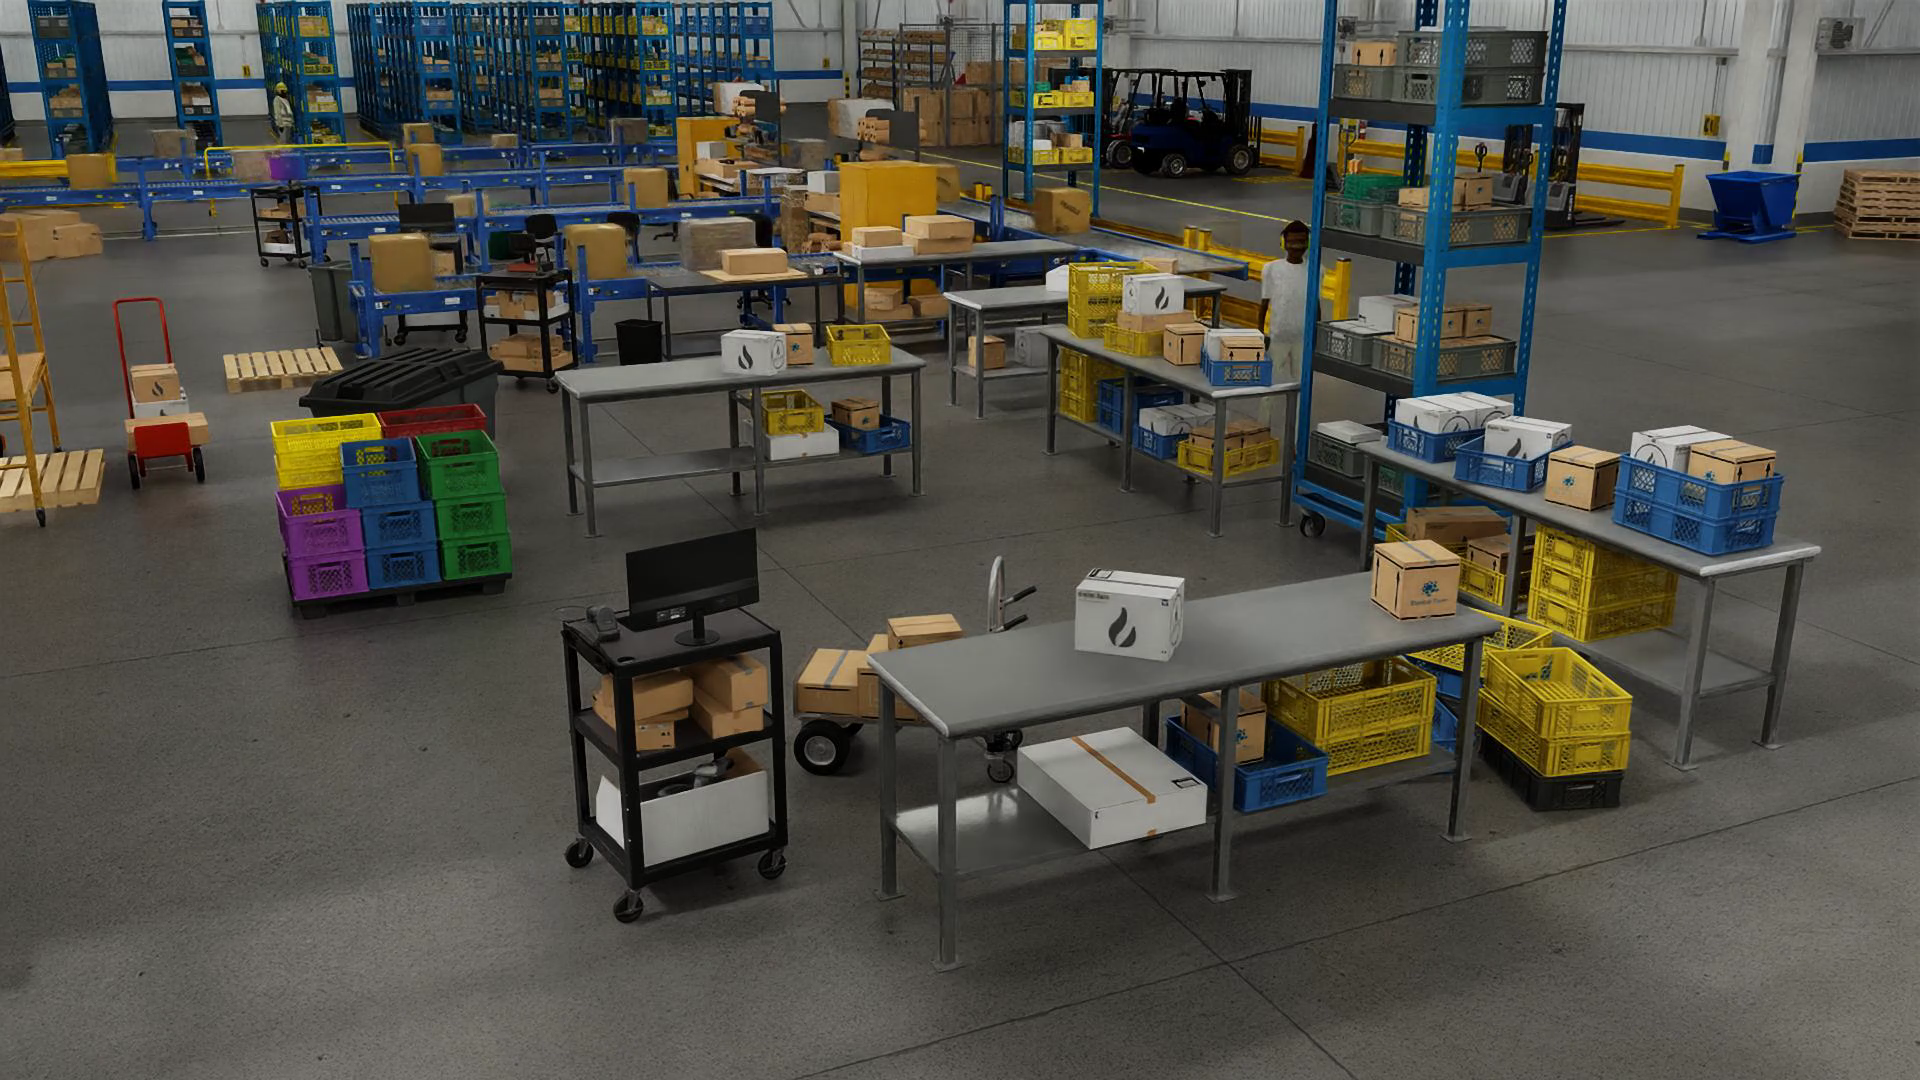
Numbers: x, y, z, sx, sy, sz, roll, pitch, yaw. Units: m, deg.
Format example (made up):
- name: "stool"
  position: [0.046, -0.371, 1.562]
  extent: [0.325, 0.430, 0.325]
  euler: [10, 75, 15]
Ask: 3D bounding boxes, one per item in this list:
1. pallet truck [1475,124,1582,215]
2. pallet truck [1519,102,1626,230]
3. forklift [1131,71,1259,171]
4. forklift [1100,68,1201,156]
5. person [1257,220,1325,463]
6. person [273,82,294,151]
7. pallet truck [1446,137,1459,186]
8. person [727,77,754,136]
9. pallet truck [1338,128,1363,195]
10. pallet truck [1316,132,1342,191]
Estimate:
- name: "pallet truck"
  position: [9.707, -6.455, 28.103]
  extent: [1.885, 1.965, 0.823]
  euler: [-7, 19, -20]
- name: "pallet truck"
  position: [9.972, -6.037, 26.785]
  extent: [1.885, 1.965, 0.823]
  euler: [-9, 20, -25]
- name: "forklift"
  position: [4.998, -8.936, 35.413]
  extent: [2.680, 1.987, 1.157]
  euler: [-9, 20, -25]
- name: "forklift"
  position: [4.082, -9.564, 37.410]
  extent: [2.680, 1.987, 1.157]
  euler: [-8, 19, -23]
- name: "person"
  position: [2.529, -1.513, 12.751]
  extent: [0.528, 1.864, 0.313]
  euler: [-1, 18, -4]
- name: "person"
  position: [-15.394, -9.485, 37.915]
  extent: [0.404, 1.833, 0.591]
  euler: [-1, 18, -4]
- name: "pallet truck"
  position: [9.184, -6.485, 29.328]
  extent: [1.630, 1.274, 0.653]
  euler: [-8, 19, -23]
- name: "person"
  position: [-4.936, -9.403, 37.468]
  extent: [0.633, 1.995, 0.582]
  euler: [3, 18, 11]
- name: "pallet truck"
  position: [7.845, -7.140, 31.411]
  extent: [1.522, 1.261, 0.704]
  euler: [-9, 20, -25]
- name: "pallet truck"
  position: [7.723, -7.504, 32.656]
  extent: [1.601, 1.201, 0.680]
  euler: [-8, 19, -23]
